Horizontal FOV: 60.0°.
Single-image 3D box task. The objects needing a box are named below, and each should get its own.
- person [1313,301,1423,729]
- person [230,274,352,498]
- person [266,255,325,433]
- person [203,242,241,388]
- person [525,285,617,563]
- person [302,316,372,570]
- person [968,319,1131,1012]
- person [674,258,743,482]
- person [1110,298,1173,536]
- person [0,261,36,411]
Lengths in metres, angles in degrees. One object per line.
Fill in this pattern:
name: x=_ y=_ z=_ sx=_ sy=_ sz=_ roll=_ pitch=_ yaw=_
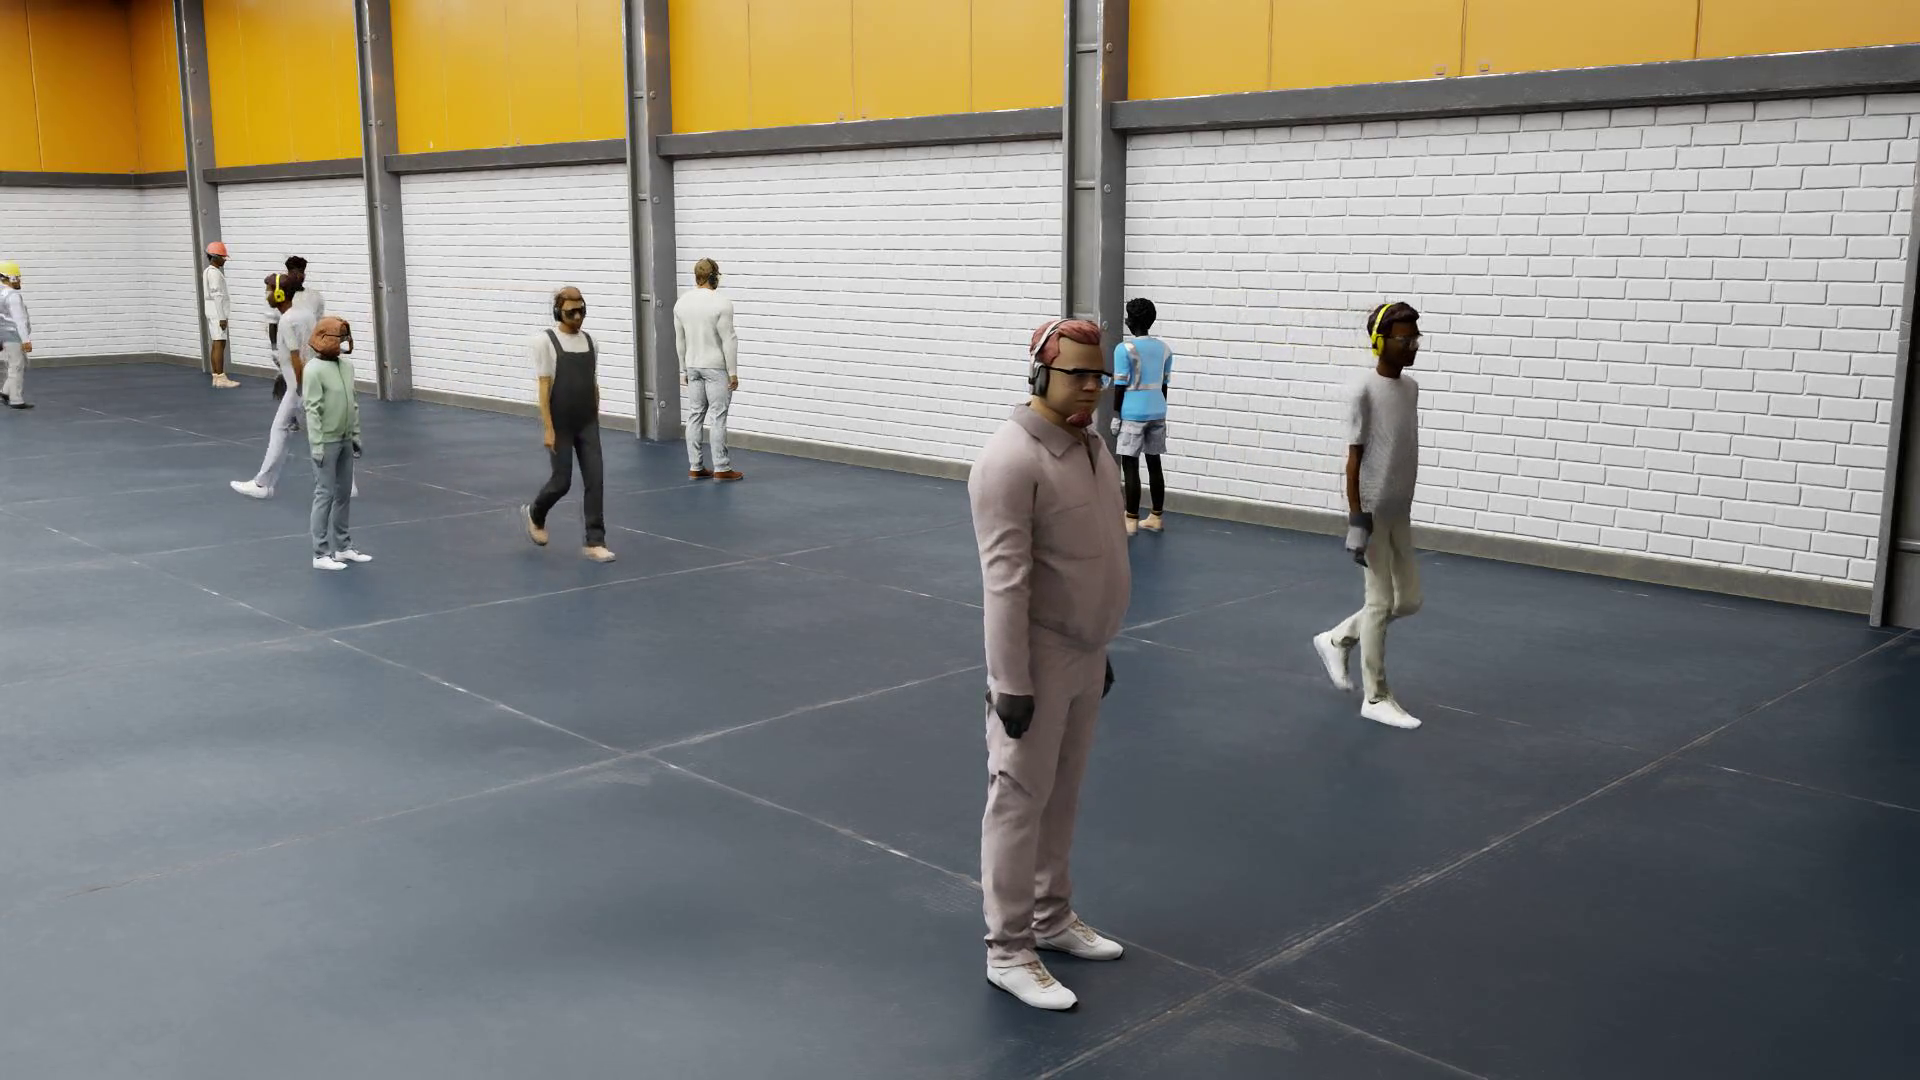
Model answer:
person: x=1.804 y=-0.116 z=7.292 sx=0.516 sy=1.856 sz=0.551 roll=-9 pitch=13 yaw=-39
person: x=-5.437 y=-1.226 z=13.447 sx=0.973 sy=1.818 sz=0.527 roll=0 pitch=10 yaw=0
person: x=-7.059 y=-2.068 z=17.727 sx=0.596 sy=1.933 sz=0.964 roll=-5 pitch=12 yaw=-26
person: x=-10.374 y=-3.149 z=23.318 sx=0.381 sy=2.042 sz=0.604 roll=-6 pitch=12 yaw=-31
person: x=-2.596 y=-0.764 z=10.925 sx=0.708 sy=1.820 sz=0.509 roll=10 pitch=14 yaw=43
person: x=-4.015 y=-0.621 z=10.673 sx=0.293 sy=1.623 sz=0.495 roll=2 pitch=11 yaw=11
person: x=0.283 y=0.334 z=4.698 sx=0.400 sy=1.905 sz=0.643 roll=6 pitch=12 yaw=28
person: x=-2.178 y=-1.466 z=14.418 sx=0.631 sy=1.940 sz=0.372 roll=6 pitch=12 yaw=29
person: x=1.293 y=-0.878 z=11.890 sx=0.530 sy=1.693 sz=0.318 roll=-8 pitch=13 yaw=-39
person: x=-11.485 y=-2.465 z=20.185 sx=0.606 sy=1.816 sz=0.419 roll=10 pitch=14 yaw=44
